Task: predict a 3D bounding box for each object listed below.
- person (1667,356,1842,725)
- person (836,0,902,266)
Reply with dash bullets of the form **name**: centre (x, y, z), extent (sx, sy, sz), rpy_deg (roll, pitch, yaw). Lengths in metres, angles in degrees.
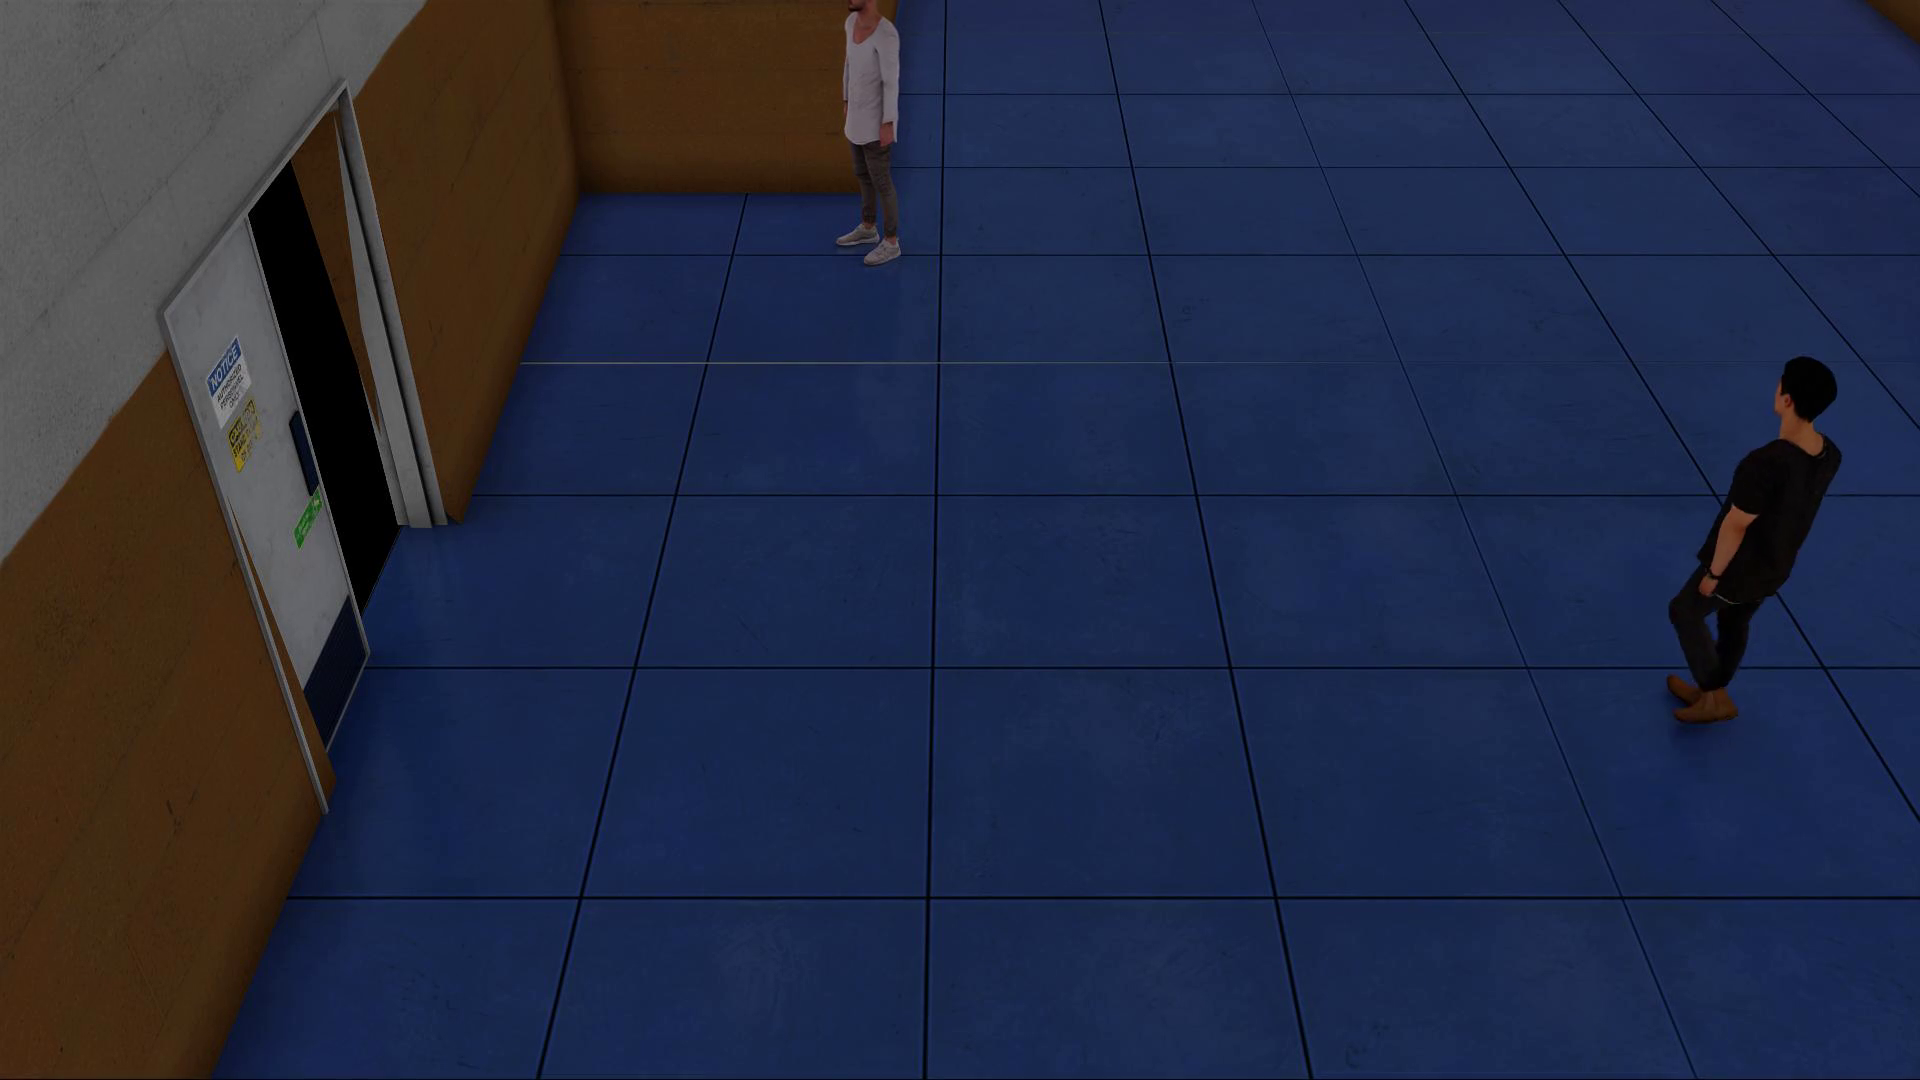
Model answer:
- **person**: centre (3.218, 0.101, 6.661), extent (0.722, 1.698, 0.812), rpy_deg (-15, 40, -19)
- **person**: centre (-0.546, -2.593, 10.133), extent (0.758, 1.840, 0.751), rpy_deg (-22, 42, -27)
